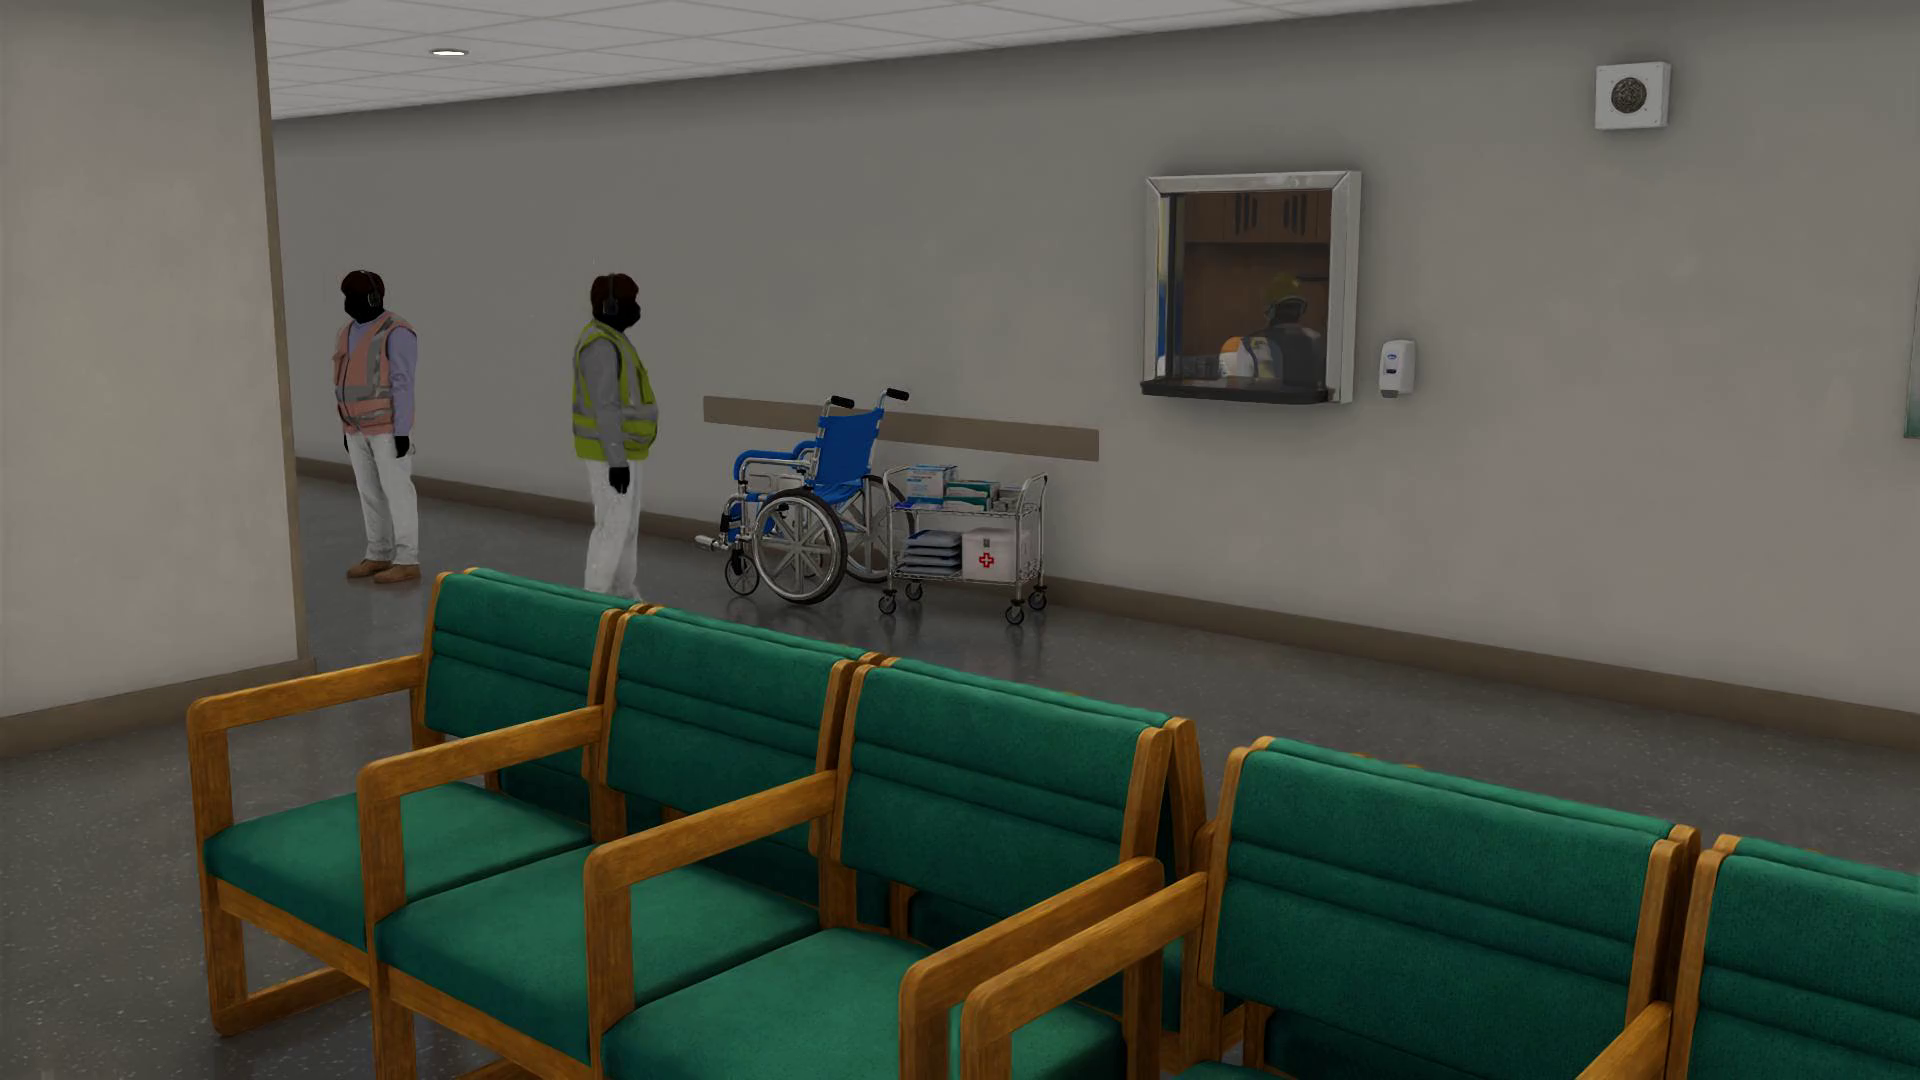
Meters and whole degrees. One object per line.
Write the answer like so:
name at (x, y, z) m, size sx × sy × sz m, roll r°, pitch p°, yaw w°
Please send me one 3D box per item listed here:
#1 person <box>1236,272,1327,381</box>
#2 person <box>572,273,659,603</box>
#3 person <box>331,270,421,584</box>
person at (1.797, -0.569, 9.279) m, size 0.594 × 1.824 × 0.404 m, roll -2°, pitch 10°, yaw -10°
person at (-1.765, -0.450, 8.579) m, size 0.430 × 1.846 × 0.631 m, roll -1°, pitch 10°, yaw -4°
person at (-3.441, -0.660, 9.785) m, size 0.619 × 1.836 × 0.431 m, roll 6°, pitch 12°, yaw 33°
